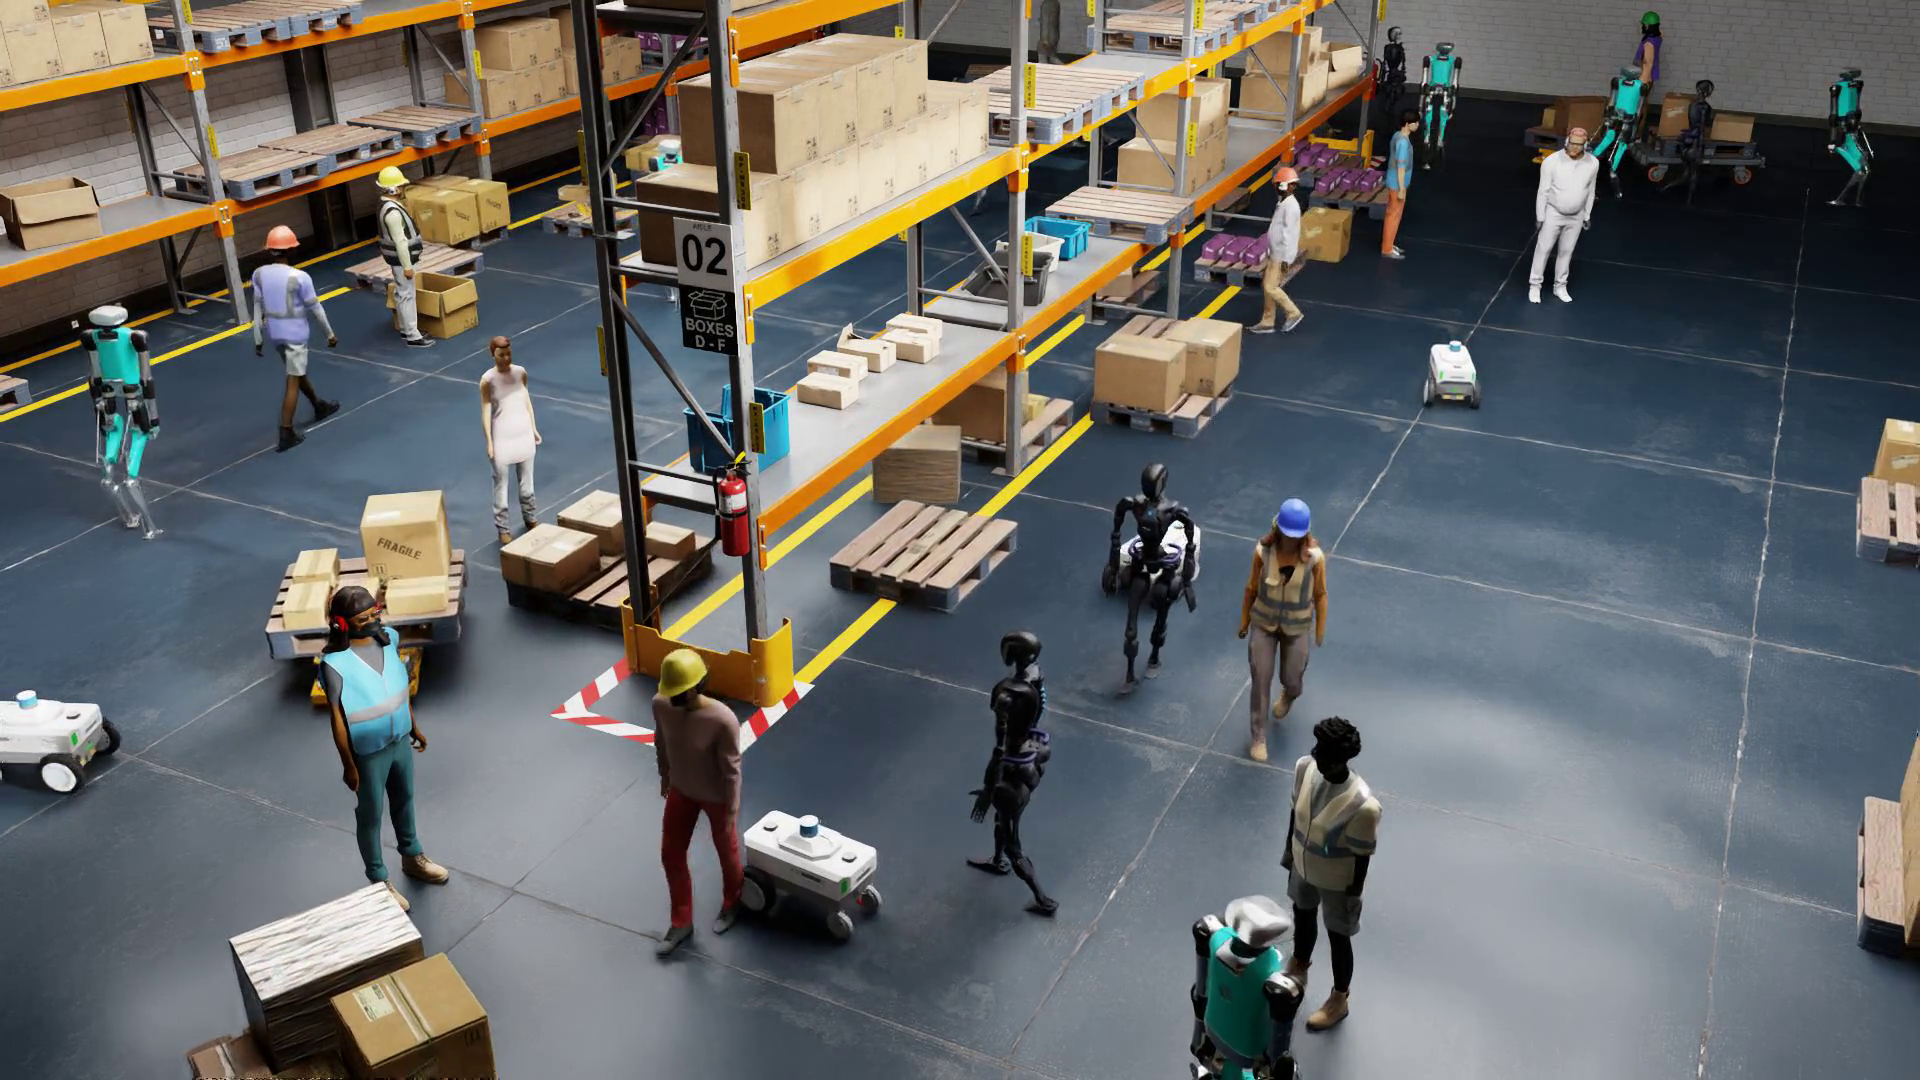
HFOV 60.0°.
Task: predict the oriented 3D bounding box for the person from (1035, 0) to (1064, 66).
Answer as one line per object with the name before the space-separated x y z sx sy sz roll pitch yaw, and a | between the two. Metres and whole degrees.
person | 1.590 -8.546 28.315 0.700 1.810 0.519 16 30 29

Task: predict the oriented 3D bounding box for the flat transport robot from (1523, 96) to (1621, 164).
flat transport robot | 8.972 -5.612 24.115 1.431 0.231 0.659 -23 34 -38

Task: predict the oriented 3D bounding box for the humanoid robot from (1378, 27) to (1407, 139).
humanoid robot | 6.605 -6.933 25.206 0.408 1.643 0.598 -10 28 -20

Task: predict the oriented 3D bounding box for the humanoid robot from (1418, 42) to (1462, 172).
humanoid robot | 6.666 -5.981 23.251 0.540 1.823 0.685 6 27 12

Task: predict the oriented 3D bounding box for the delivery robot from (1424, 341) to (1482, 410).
delivery robot | 4.616 -1.552 15.605 0.499 0.608 0.797 4 27 7

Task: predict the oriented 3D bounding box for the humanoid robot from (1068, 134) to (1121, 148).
humanoid robot | 1.880 -6.523 24.303 1.035 1.729 0.560 -5 27 -9

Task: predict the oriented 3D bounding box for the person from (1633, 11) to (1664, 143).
person | 10.213 -6.890 24.826 0.420 1.929 0.533 11 28 21

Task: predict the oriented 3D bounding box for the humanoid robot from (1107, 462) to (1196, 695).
humanoid robot | 1.239 0.231 10.749 0.612 1.634 0.584 10 28 20

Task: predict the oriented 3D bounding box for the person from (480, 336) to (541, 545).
person | -3.445 -0.781 12.781 0.449 1.658 0.279 -23 34 -38

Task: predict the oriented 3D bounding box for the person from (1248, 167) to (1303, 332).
person | 3.289 -2.964 17.114 0.480 1.721 0.584 0 26 0

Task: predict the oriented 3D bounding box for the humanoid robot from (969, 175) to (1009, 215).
humanoid robot | 0.454 -4.983 21.331 0.794 1.635 0.610 -23 34 -38

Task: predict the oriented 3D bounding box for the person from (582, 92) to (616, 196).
person | -4.603 -5.060 21.221 0.376 1.843 0.571 4 27 9

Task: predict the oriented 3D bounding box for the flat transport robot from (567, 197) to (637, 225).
flat transport robot | -4.299 -4.163 21.187 1.431 0.231 0.659 -9 28 -18

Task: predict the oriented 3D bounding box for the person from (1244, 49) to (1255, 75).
person | 4.345 -6.443 24.000 0.554 1.867 0.392 -4 27 -8

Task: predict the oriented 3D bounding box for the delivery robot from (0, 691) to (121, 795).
delivery robot | -5.575 1.187 10.050 0.769 0.587 0.499 1 26 3

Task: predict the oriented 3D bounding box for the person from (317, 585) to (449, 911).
person | -3.076 1.085 8.787 0.391 1.866 0.518 14 29 26

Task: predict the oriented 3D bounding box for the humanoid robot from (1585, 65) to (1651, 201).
humanoid robot | 8.580 -5.297 21.841 0.814 1.798 0.580 -21 33 -36

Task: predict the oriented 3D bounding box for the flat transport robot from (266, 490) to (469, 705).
flat transport robot | -4.019 0.666 11.433 0.659 0.231 1.431 -5 27 -10

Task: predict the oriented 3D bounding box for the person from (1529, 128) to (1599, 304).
person | 6.553 -3.511 18.032 0.640 1.904 0.404 -2 26 -3

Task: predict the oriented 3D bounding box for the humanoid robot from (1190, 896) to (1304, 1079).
humanoid robot | 1.277 2.191 6.829 0.695 1.905 0.546 -17 31 -30

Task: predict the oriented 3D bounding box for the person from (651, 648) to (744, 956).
person | -1.360 1.332 8.418 0.541 1.739 0.687 11 28 21

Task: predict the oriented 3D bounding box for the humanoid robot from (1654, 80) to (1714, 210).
humanoid robot | 9.423 -5.125 21.552 0.582 1.640 0.592 4 27 8

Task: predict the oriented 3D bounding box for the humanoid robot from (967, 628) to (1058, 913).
humanoid robot | 0.255 1.211 8.788 0.623 1.649 0.601 11 29 22

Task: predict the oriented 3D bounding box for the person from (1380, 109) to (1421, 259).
person | 5.175 -4.183 19.552 0.339 1.759 0.501 3 27 7

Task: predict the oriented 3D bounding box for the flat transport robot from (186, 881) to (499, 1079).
flat transport robot | -2.749 2.668 7.390 1.431 0.231 0.659 -18 32 -32

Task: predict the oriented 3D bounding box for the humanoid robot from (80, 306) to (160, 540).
humanoid robot | -6.551 -0.848 12.867 0.531 1.796 0.815 3 27 7

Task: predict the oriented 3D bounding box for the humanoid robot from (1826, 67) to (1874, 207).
humanoid robot | 11.638 -5.176 21.589 0.615 1.778 0.821 -13 29 -24

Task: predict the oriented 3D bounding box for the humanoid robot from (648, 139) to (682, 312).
humanoid robot | -3.130 -3.306 17.919 0.546 1.884 0.809 3 27 7

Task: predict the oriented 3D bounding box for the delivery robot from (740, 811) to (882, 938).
delivery robot | -0.820 1.749 8.933 0.794 0.603 0.499 15 30 28

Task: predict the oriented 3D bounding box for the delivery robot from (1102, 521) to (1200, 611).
delivery robot | 1.438 0.134 12.181 0.499 0.590 0.789 21 33 36

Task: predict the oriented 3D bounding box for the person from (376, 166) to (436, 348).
person | -5.614 -2.851 16.774 0.404 1.832 0.599 -13 29 -24

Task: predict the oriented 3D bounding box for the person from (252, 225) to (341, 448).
person | -5.879 -1.812 14.634 0.568 1.877 1.008 8 28 16

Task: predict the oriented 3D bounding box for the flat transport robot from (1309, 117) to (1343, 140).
flat transport robot | 4.991 -6.029 24.957 1.431 0.231 0.659 7 27 13

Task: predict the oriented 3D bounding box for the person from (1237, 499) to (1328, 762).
person | 1.960 0.487 10.114 0.522 1.750 0.566 7 27 13

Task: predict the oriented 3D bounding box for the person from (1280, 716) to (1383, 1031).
person | 1.754 1.578 7.988 0.320 1.690 0.533 -16 30 -29
